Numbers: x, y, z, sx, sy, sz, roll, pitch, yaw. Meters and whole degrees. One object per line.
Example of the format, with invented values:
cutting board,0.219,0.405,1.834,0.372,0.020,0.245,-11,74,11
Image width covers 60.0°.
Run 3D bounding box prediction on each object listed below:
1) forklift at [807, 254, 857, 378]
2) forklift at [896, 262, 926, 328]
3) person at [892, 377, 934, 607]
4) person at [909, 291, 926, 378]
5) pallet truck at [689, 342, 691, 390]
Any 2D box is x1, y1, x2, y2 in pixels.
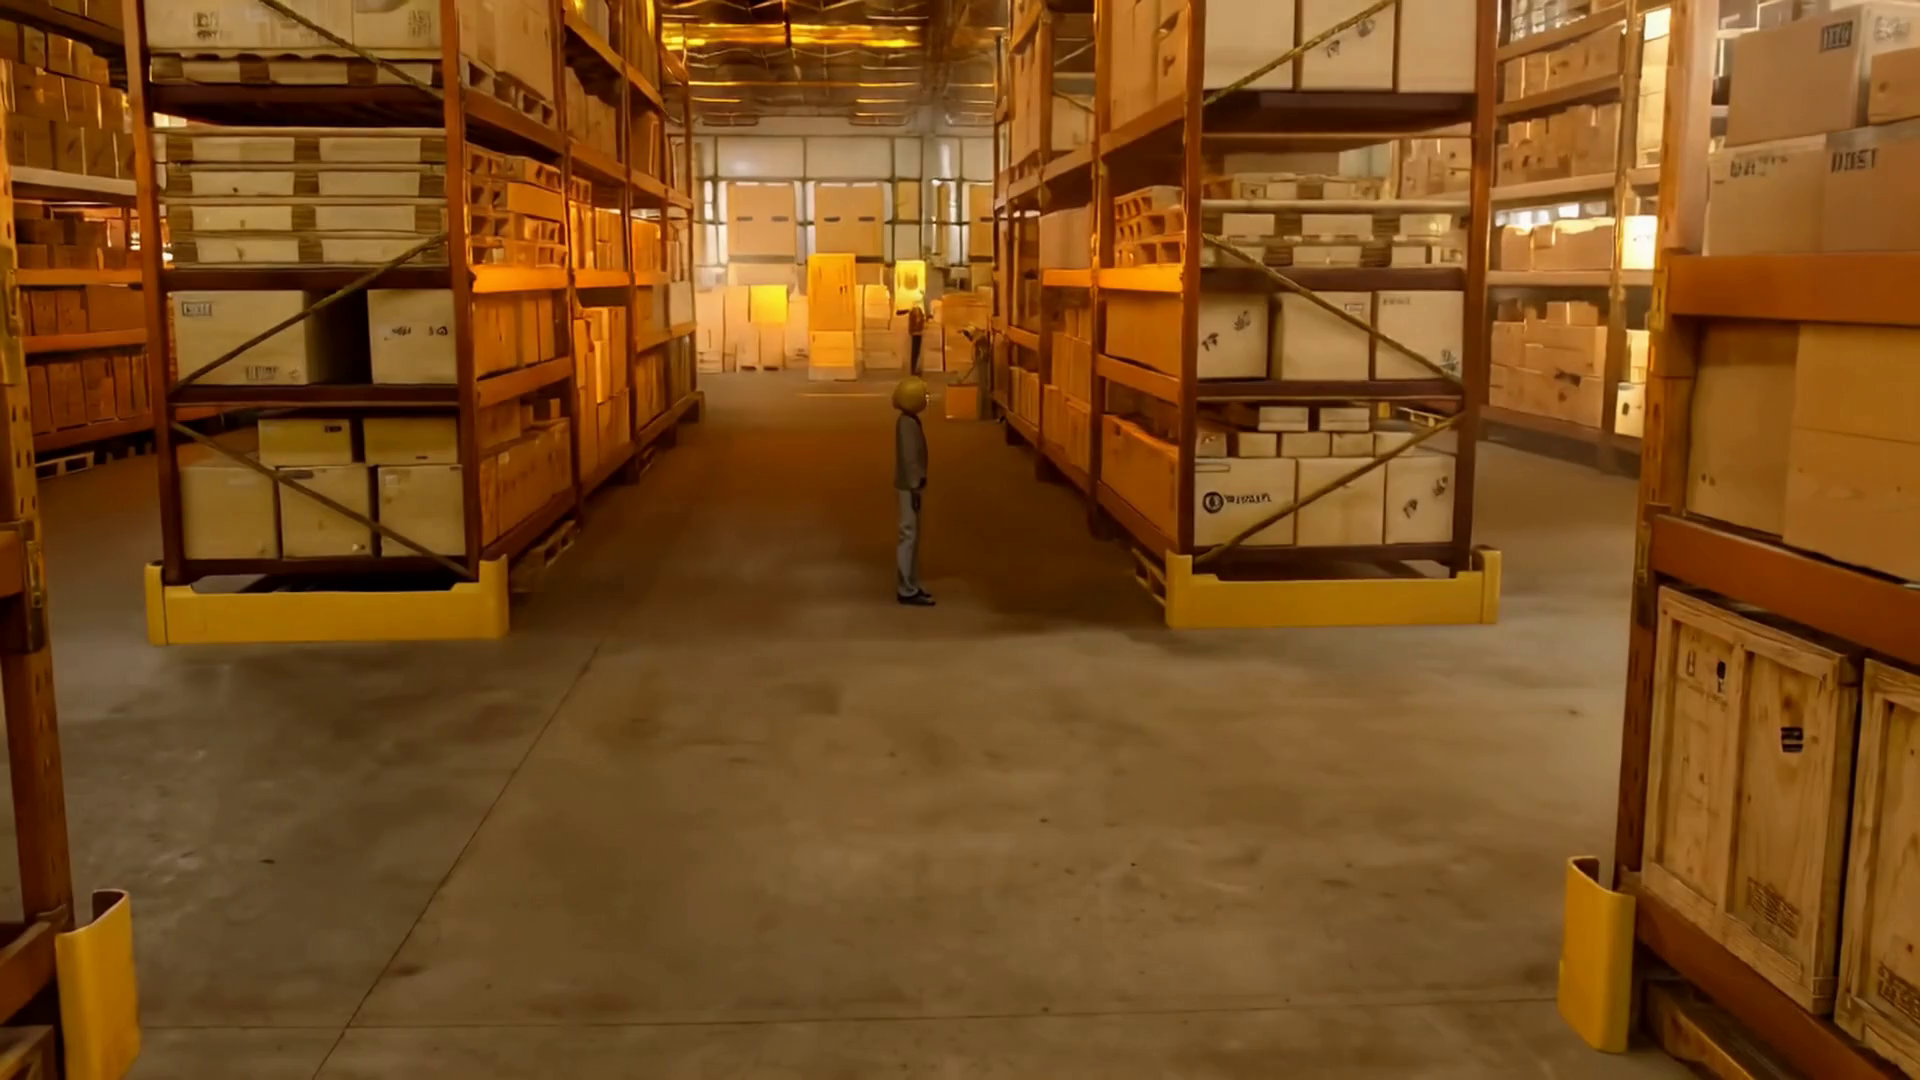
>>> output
forklift,-2.942,-5.145,38.138,1.129,2.768,1.873,-1,9,-4
forklift,-1.780,-8.547,59.499,1.129,2.768,1.873,-1,9,-4
person,-0.338,-0.347,11.905,0.282,1.636,0.500,-1,9,-4
person,-0.985,-4.699,38.110,0.380,1.995,0.611,-1,9,-4
pallet truck,-5.225,-3.008,27.480,1.885,1.965,0.823,2,9,14
